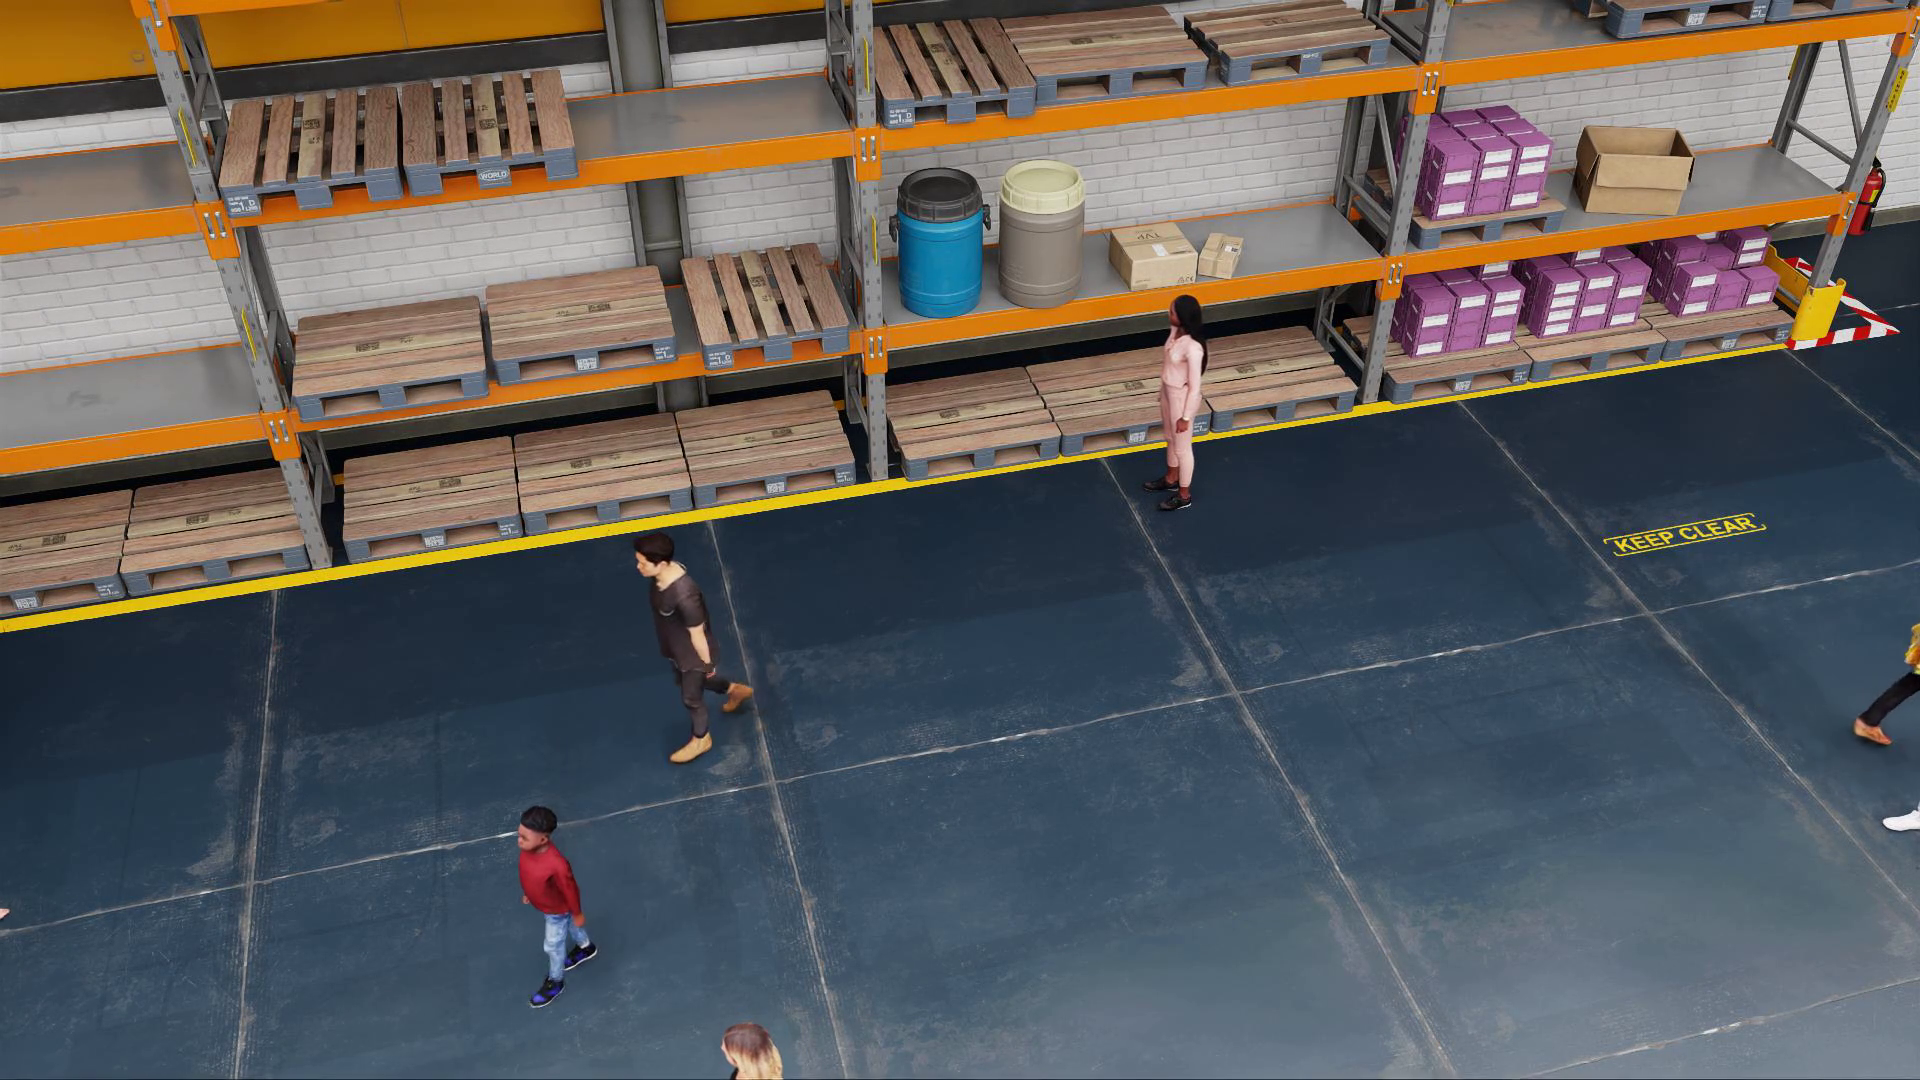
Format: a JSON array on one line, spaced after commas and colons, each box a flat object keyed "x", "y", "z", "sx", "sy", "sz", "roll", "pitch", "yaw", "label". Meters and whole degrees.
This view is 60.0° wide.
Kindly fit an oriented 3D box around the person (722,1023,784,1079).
[{"x": -0.842, "y": 2.622, "z": 7.250, "sx": 0.464, "sy": 1.677, "sz": 0.548, "roll": -8, "pitch": 39, "yaw": -10, "label": "person"}]

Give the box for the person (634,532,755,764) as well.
[{"x": -1.533, "y": 0.586, "z": 9.794, "sx": 0.960, "sy": 1.683, "sz": 0.798, "roll": -20, "pitch": 43, "yaw": -24, "label": "person"}]

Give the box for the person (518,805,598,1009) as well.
[{"x": -2.045, "y": 1.810, "z": 8.614, "sx": 0.779, "sy": 1.243, "sz": 0.677, "roll": -29, "pitch": 47, "yaw": -31, "label": "person"}]

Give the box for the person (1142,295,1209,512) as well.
[{"x": 1.551, "y": -0.978, "z": 11.722, "sx": 0.520, "sy": 1.721, "sz": 0.611, "roll": -8, "pitch": 39, "yaw": -10, "label": "person"}]
